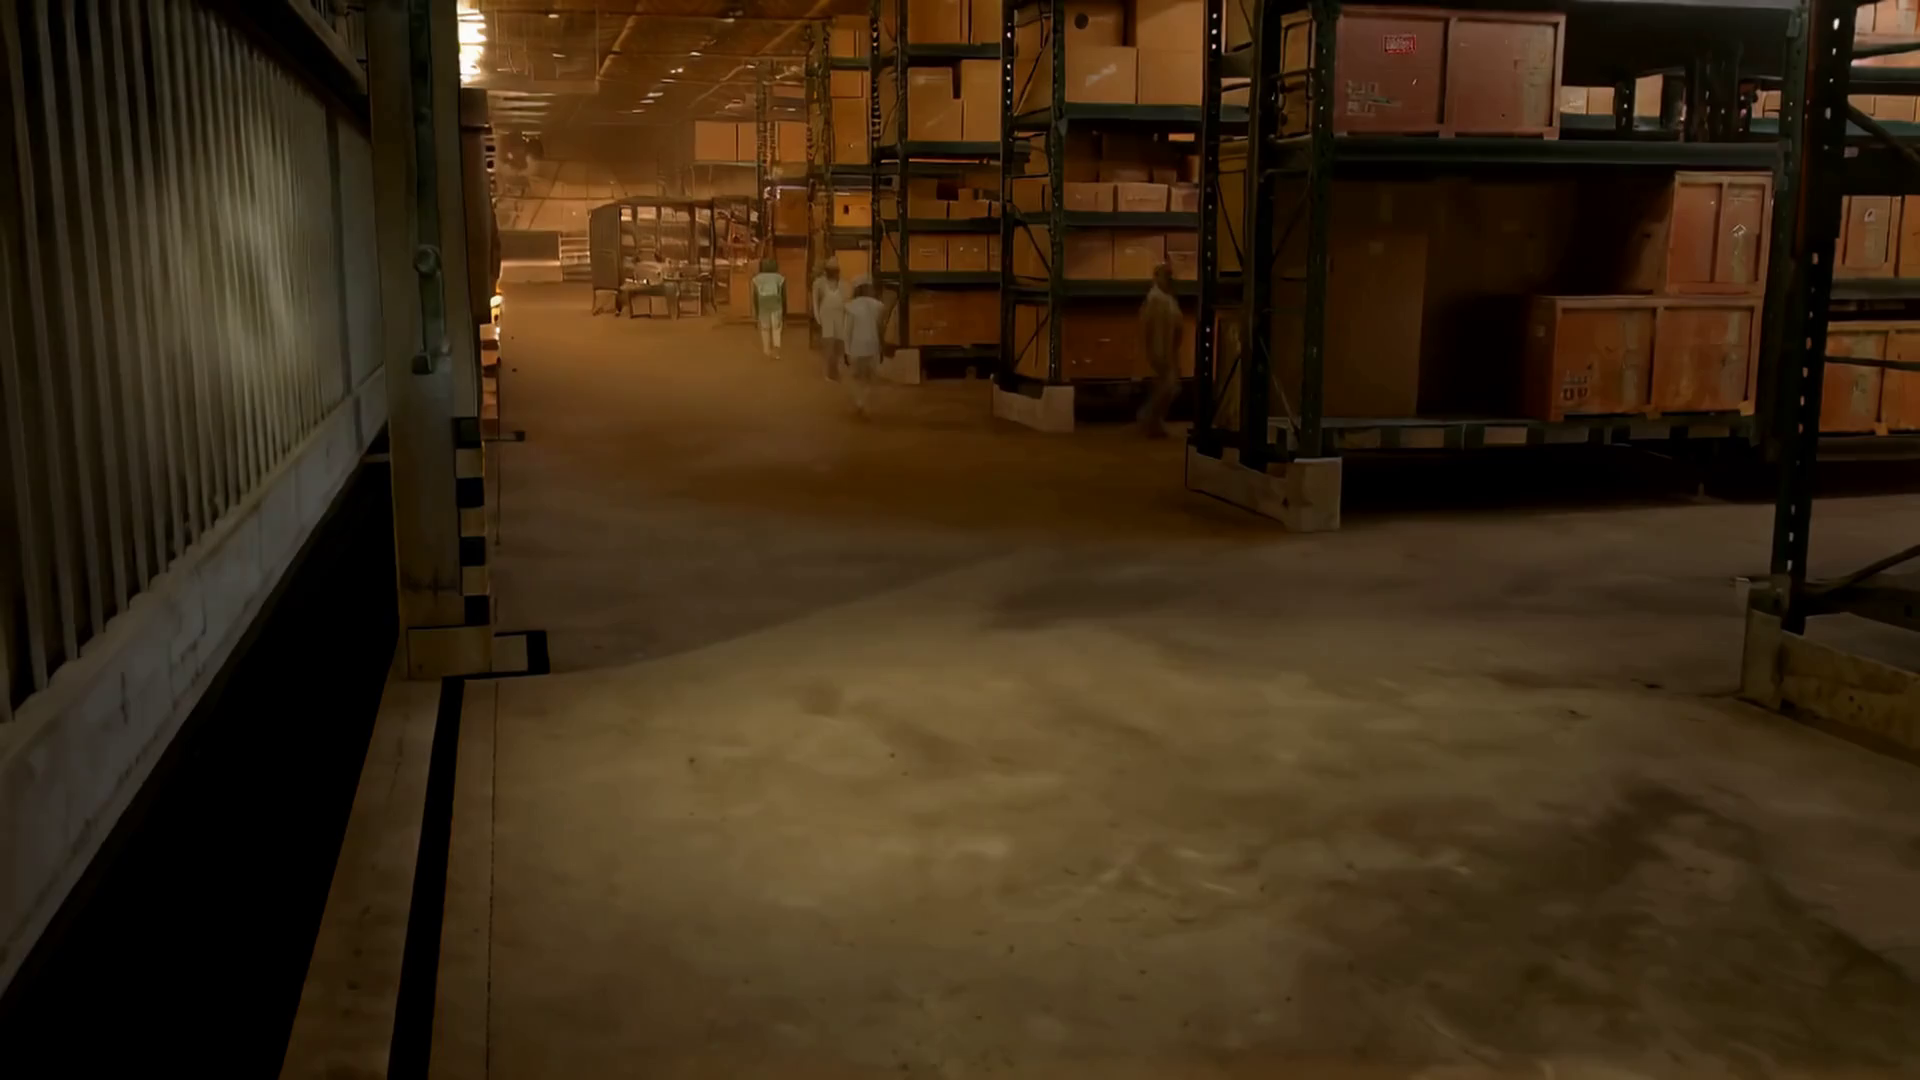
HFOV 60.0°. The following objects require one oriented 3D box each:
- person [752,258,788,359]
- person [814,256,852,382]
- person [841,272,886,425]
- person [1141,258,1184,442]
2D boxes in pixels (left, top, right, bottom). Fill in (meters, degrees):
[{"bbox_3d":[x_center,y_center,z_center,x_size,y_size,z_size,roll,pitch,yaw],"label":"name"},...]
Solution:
[{"bbox_3d":[-3.390,-4.111,29.644,0.636,1.827,0.697,-1,10,-6],"label":"person"},{"bbox_3d":[-1.910,-3.349,25.180,0.559,1.880,1.014,-2,10,-12],"label":"person"},{"bbox_3d":[-1.097,-2.175,18.941,0.570,1.734,0.410,-4,11,-24],"label":"person"},{"bbox_3d":[2.120,-1.940,17.131,0.432,1.894,0.670,3,11,19],"label":"person"}]
